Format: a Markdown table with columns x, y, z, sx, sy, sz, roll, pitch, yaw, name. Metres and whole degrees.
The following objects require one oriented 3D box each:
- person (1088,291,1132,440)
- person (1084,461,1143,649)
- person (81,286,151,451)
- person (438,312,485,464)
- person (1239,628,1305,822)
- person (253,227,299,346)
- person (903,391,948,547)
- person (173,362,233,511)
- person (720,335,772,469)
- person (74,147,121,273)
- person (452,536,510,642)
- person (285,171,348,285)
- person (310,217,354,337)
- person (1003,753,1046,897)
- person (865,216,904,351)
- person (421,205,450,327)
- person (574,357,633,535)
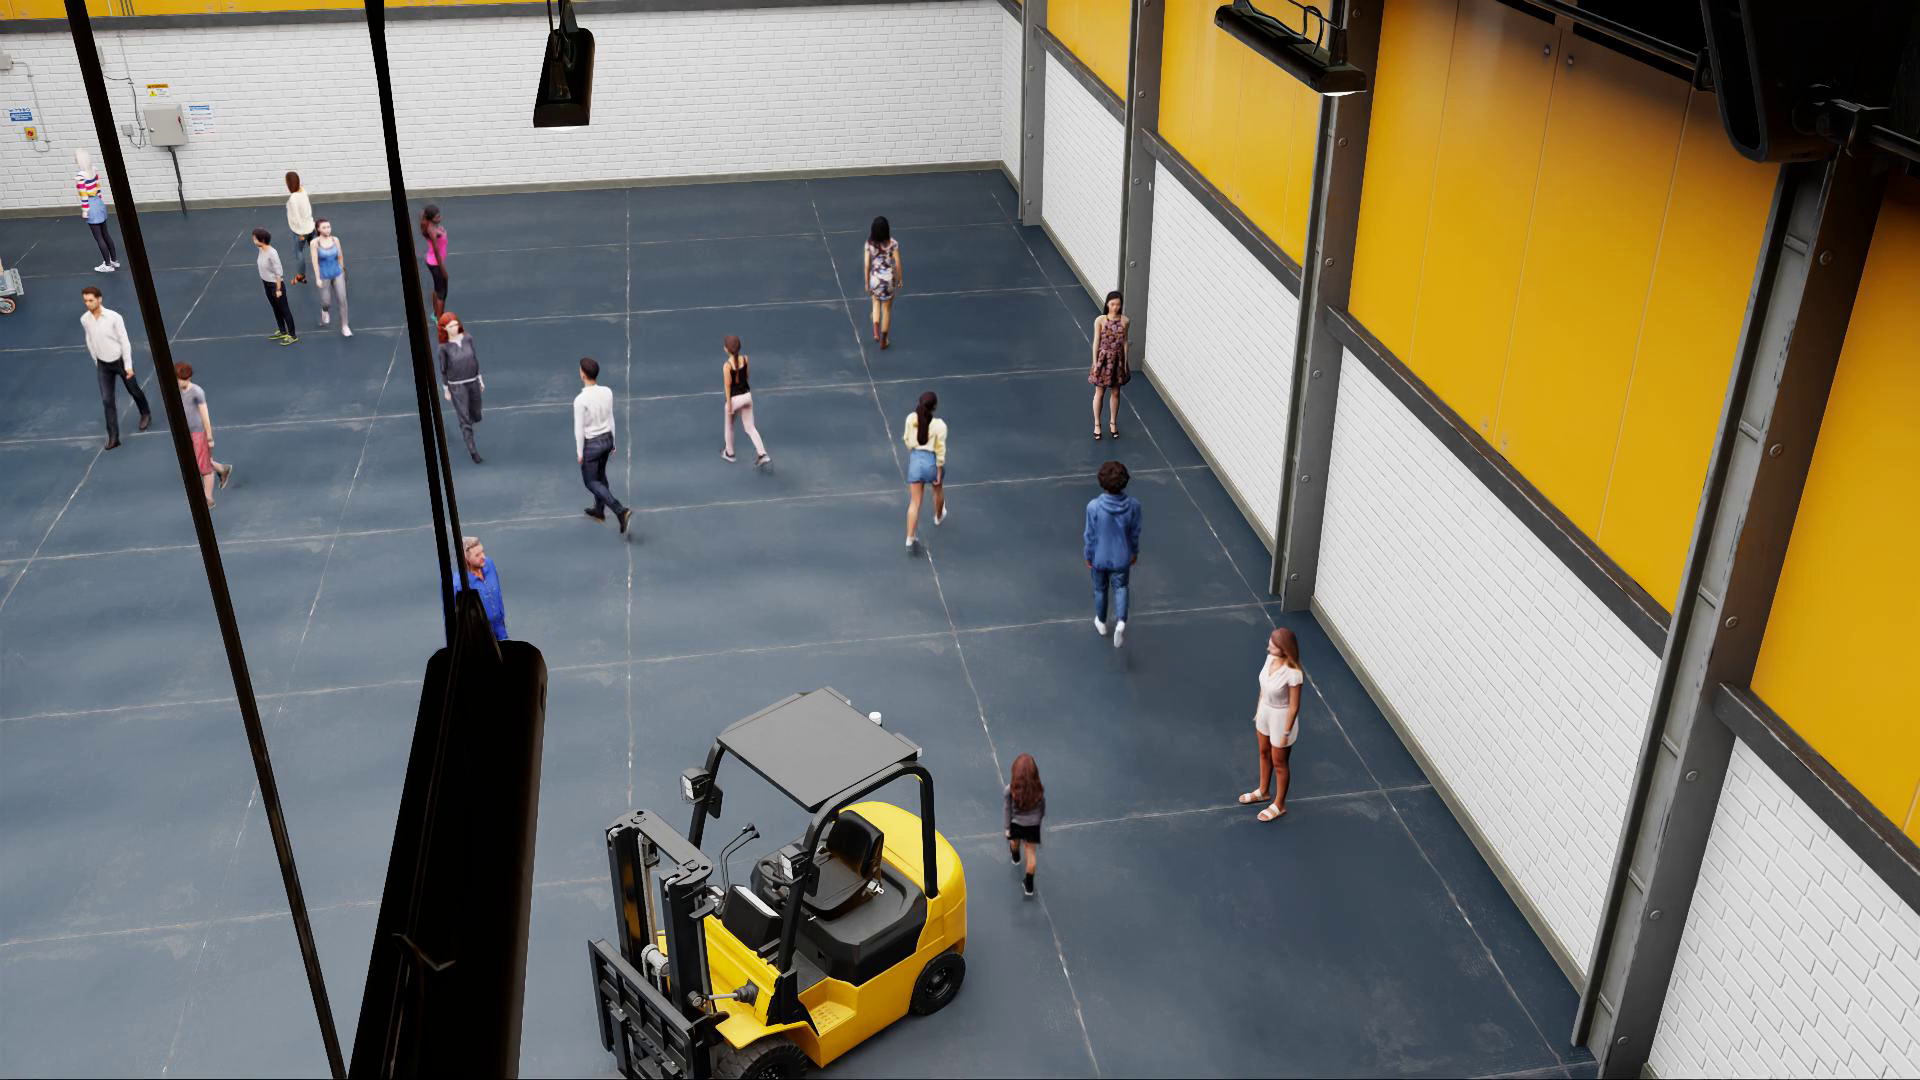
| x | y | z | sx | sy | sz | roll | pitch | yaw | name |
| --- | --- | --- | --- | --- | --- | --- | --- | --- | --- |
| 1.712 | -1.995 | 18.977 | 0.649 | 1.777 | 0.649 | -4 | 29 | -8 | person |
| 1.377 | 0.157 | 15.017 | 0.737 | 1.792 | 0.971 | -2 | 29 | -4 | person |
| -9.600 | -2.023 | 18.976 | 0.769 | 1.828 | 1.225 | -1 | 29 | -2 | person |
| -5.548 | -1.729 | 18.505 | 0.944 | 1.762 | 0.840 | 25 | 37 | 38 | person |
| 2.455 | 1.393 | 12.852 | 0.682 | 1.696 | 0.564 | -12 | 31 | -21 | person |
| -8.926 | -3.331 | 21.663 | 0.589 | 1.550 | 0.676 | 24 | 37 | 36 | person |
| -0.389 | -0.689 | 16.785 | 0.975 | 1.584 | 1.242 | 8 | 30 | 15 | person |
| -8.009 | -1.136 | 17.546 | 0.871 | 1.639 | 1.012 | 10 | 30 | 18 | person |
| -2.383 | -1.507 | 18.331 | 0.837 | 1.540 | 1.042 | -22 | 36 | -34 | person |
| -12.527 | -4.794 | 24.075 | 0.756 | 1.809 | 0.536 | 1 | 29 | 2 | person |
| -4.057 | 0.749 | 13.906 | 1.013 | 1.817 | 0.964 | 10 | 30 | 18 | person |
| -9.169 | -4.380 | 23.484 | 0.881 | 1.648 | 1.066 | 4 | 29 | 7 | person |
| -8.309 | -3.470 | 21.871 | 0.799 | 1.595 | 0.955 | -21 | 35 | -33 | person |
| 0.482 | 2.096 | 12.212 | 0.492 | 1.074 | 0.786 | -4 | 29 | -7 | person |
| -1.008 | -3.277 | 21.384 | 0.712 | 1.722 | 0.744 | 5 | 29 | 9 | person |
| -6.988 | -3.656 | 22.110 | 0.847 | 1.693 | 0.559 | -13 | 31 | -23 | person |
| -3.666 | -0.936 | 16.969 | 1.142 | 1.840 | 1.045 | 21 | 35 | 34 | person |
